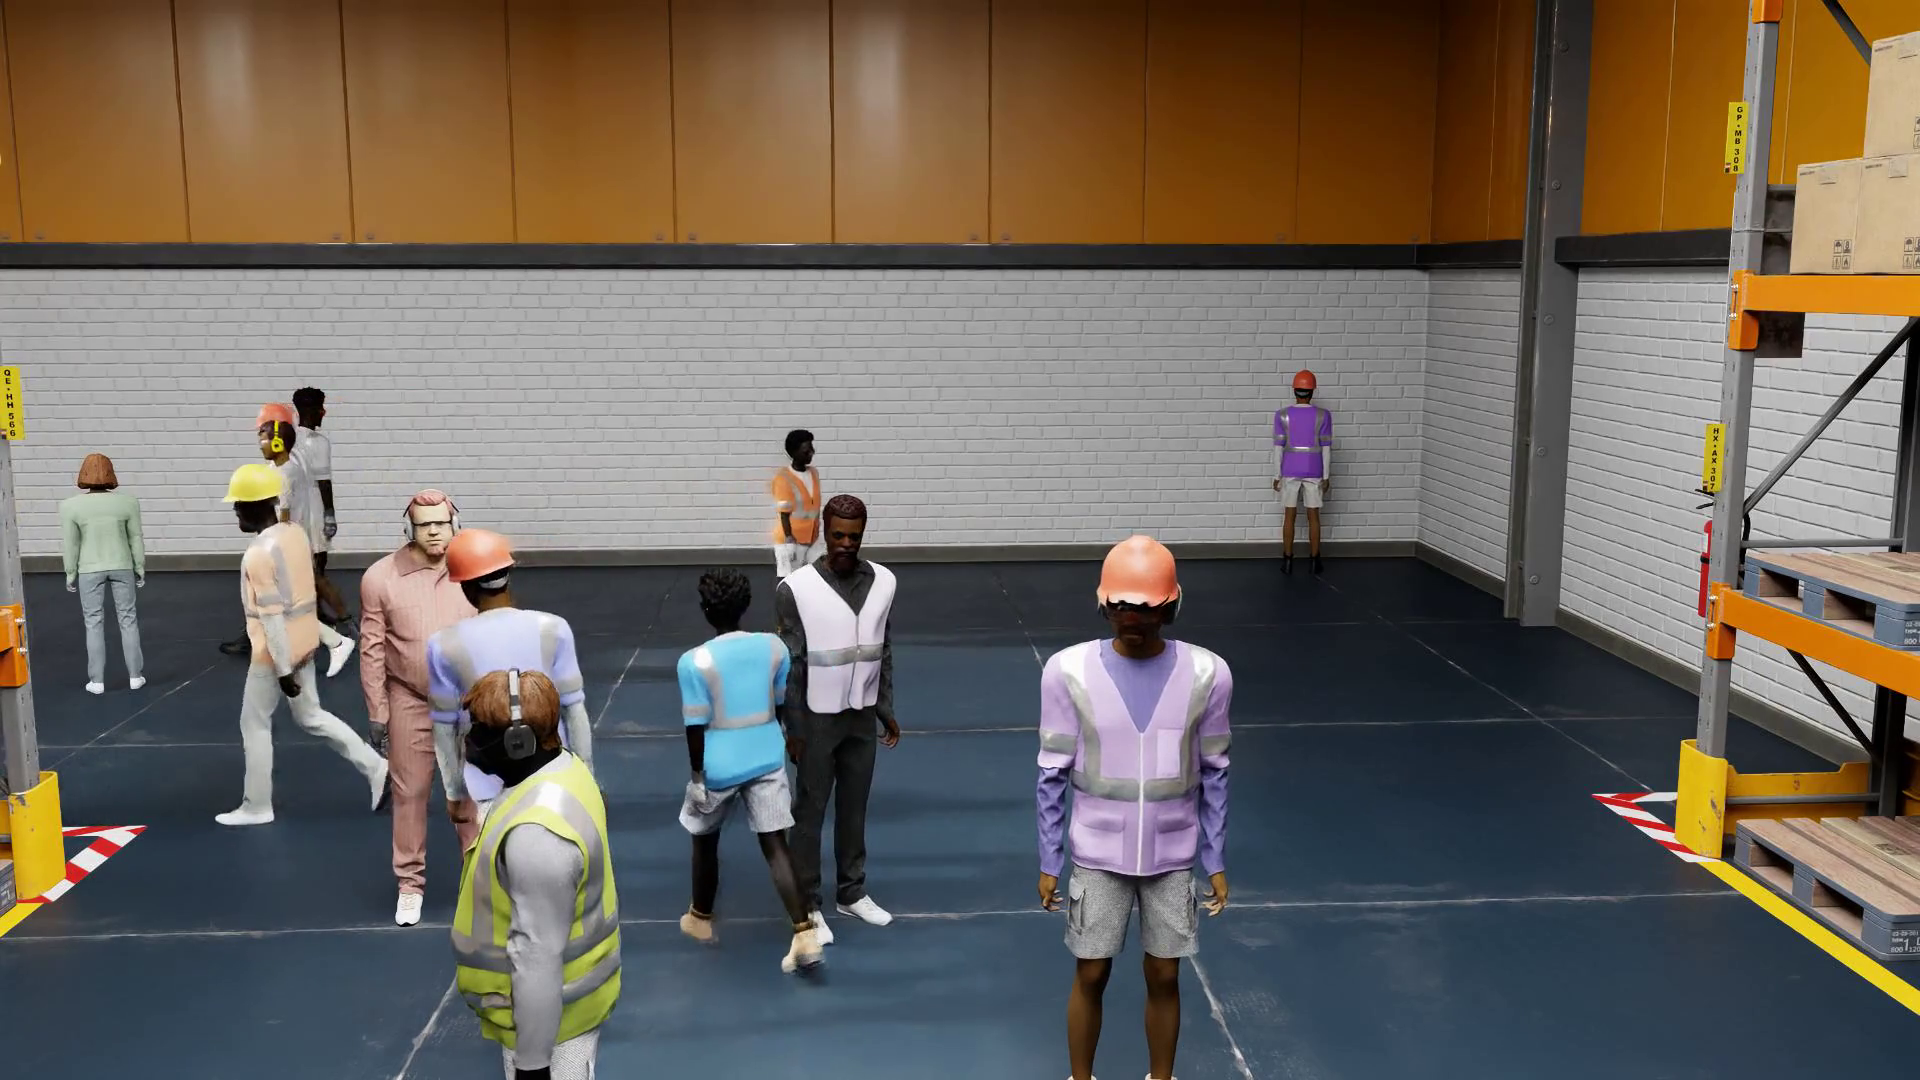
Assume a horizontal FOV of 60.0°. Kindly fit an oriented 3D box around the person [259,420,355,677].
[{"bbox_3d":[-4.595,0.089,11.506,0.590,1.851,0.536,-3,9,-16],"label":"person"}]

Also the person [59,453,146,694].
[{"bbox_3d":[-5.811,0.226,11.313,0.505,1.633,0.279,-6,11,-32],"label":"person"}]

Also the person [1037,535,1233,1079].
[{"bbox_3d":[0.551,0.990,5.242,0.614,2.039,0.390,0,9,0],"label":"person"}]

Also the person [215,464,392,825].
[{"bbox_3d":[-3.398,0.543,8.524,0.844,1.892,0.580,1,9,5],"label":"person"}]

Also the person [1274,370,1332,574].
[{"bbox_3d":[3.253,-0.645,15.825,0.542,1.939,0.368,2,9,14],"label":"person"}]

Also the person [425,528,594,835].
[{"bbox_3d":[-1.717,0.890,6.355,0.567,1.879,0.918,-5,10,-30],"label":"person"}]

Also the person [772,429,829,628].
[{"bbox_3d":[-1.143,0.009,12.533,0.553,1.682,0.546,6,11,33],"label":"person"}]

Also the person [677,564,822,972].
[{"bbox_3d":[-0.886,0.930,6.818,0.534,1.674,0.768,-6,11,-34],"label":"person"}]

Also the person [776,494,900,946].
[{"bbox_3d":[-0.523,0.747,7.162,0.590,1.917,0.397,-8,12,-40],"label":"person"}]

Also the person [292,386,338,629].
[{"bbox_3d":[-5.188,-0.247,13.279,0.607,1.958,0.379,6,11,34],"label":"person"}]

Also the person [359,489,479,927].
[{"bbox_3d":[-2.290,0.725,7.327,0.643,1.909,0.409,-5,10,-26],"label":"person"}]

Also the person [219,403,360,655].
[{"bbox_3d":[-5.040,-0.090,12.521,1.008,1.889,0.564,-3,9,-17],"label":"person"}]

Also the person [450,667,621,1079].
[{"bbox_3d":[-1.110,1.232,4.393,0.431,1.835,0.624,-2,9,-12],"label":"person"}]
